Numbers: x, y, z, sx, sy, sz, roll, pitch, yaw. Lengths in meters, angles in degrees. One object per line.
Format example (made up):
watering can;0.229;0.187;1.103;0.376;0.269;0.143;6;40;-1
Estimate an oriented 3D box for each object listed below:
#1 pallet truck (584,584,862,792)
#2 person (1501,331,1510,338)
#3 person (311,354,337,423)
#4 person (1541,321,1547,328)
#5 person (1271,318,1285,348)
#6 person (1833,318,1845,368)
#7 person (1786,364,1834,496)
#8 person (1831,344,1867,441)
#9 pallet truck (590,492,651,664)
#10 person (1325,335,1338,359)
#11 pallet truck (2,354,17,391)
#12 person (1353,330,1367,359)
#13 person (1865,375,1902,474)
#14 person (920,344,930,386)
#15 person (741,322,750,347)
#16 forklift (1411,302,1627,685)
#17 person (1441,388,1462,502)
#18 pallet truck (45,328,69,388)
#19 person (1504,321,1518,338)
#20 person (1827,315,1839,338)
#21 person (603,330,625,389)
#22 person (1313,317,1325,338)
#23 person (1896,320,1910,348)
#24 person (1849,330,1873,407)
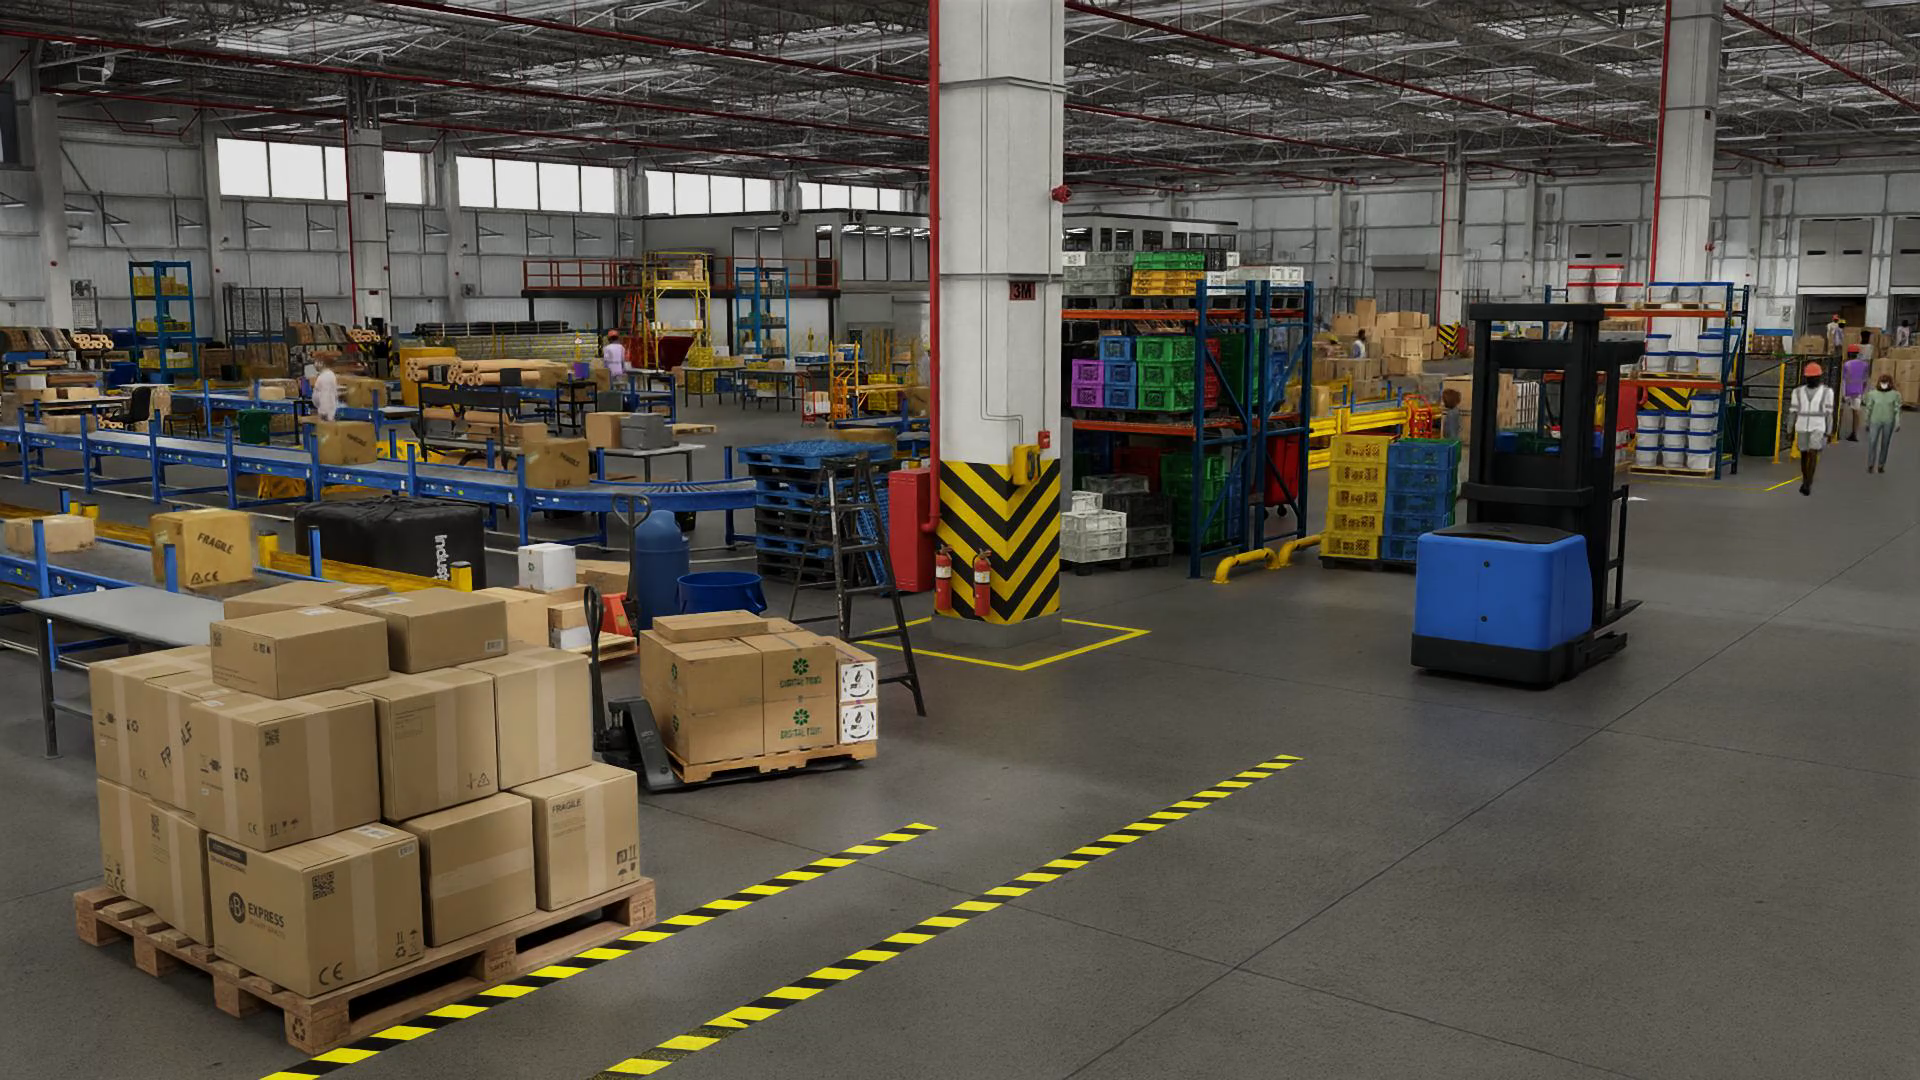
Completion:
pallet truck;-1.426;0.805;10.019;1.601;1.201;0.680;-4;9;-26
person;17.015;-5.619;51.679;0.574;1.712;0.518;8;11;42
person;-10.638;-2.196;28.031;0.653;1.887;0.652;-3;9;-18
person;24.283;-8.251;69.028;0.429;1.838;0.622;-4;9;-24
person;13.499;-8.538;70.685;0.587;1.911;0.713;4;9;23
person;34.038;-7.611;64.411;0.387;1.923;0.593;7;11;41
person;12.178;-1.581;23.886;0.570;1.883;0.987;7;11;40
person;17.505;-2.909;32.785;0.555;1.903;0.865;0;8;-1
pallet truck;-3.115;0.344;12.883;0.653;1.274;1.630;7;11;37
person;10.757;-5.145;48.592;0.985;1.685;0.529;6;10;33
pallet truck;-24.881;-4.417;42.634;1.885;1.965;0.823;8;11;41
person;11.398;-5.056;47.391;1.013;1.874;0.595;4;9;24
person;14.761;-1.838;26.607;0.504;1.594;0.830;4;9;26
person;-0.594;-3.363;36.118;0.602;1.818;0.408;7;11;41
person;-8.467;-7.721;65.545;0.844;1.817;0.516;5;10;31
forklift;4.379;-0.438;12.852;1.129;2.768;1.873;7;11;37
person;6.600;-1.239;22.458;0.299;1.624;0.538;2;9;14
pallet truck;-23.775;-4.544;43.495;1.885;1.965;0.823;6;10;35
person;25.118;-9.311;75.805;0.605;1.944;0.402;3;9;20
person;37.798;-8.745;71.888;0.618;1.984;0.404;0;8;2
person;-8.398;-4.055;40.134;0.774;2.013;0.638;8;11;42
person;15.967;-8.971;73.931;0.581;1.832;1.003;0;8;-2
person;39.108;-8.208;68.876;0.656;1.794;0.923;-3;9;-17
person;23.045;-4.374;42.470;0.637;1.963;0.367;-3;9;-18
